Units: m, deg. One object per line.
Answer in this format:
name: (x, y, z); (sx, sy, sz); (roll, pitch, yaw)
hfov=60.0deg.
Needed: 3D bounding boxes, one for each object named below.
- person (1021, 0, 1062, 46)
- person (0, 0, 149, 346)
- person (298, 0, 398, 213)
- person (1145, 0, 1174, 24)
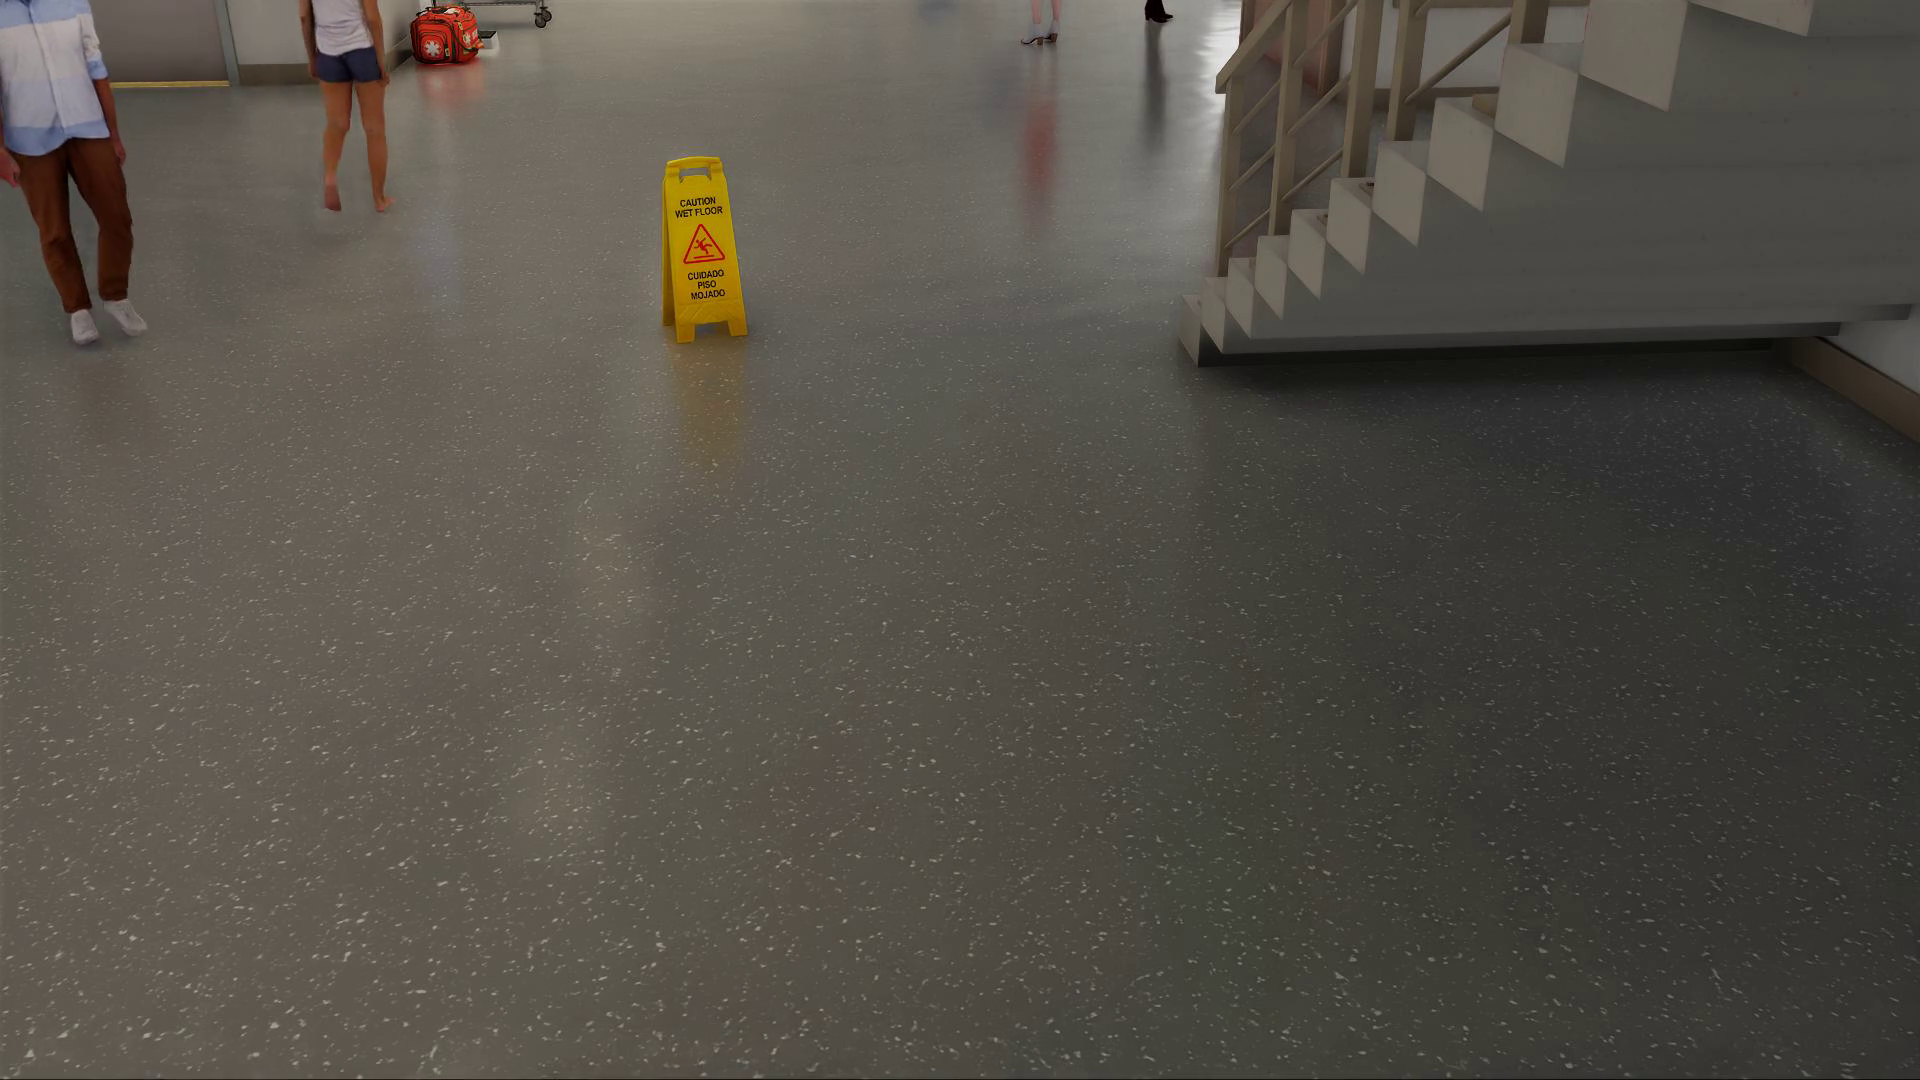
person: (0.714, -5.242, 14.367); (0.679, 1.827, 0.699); (-20, 32, -36)
person: (-3.902, -1.748, 7.141); (0.837, 1.810, 0.863); (-19, 32, -34)
person: (-3.315, -2.569, 8.949); (0.619, 1.718, 0.924); (0, 26, 0)
person: (1.902, -5.765, 15.588); (0.709, 1.709, 0.588); (10, 28, 20)
